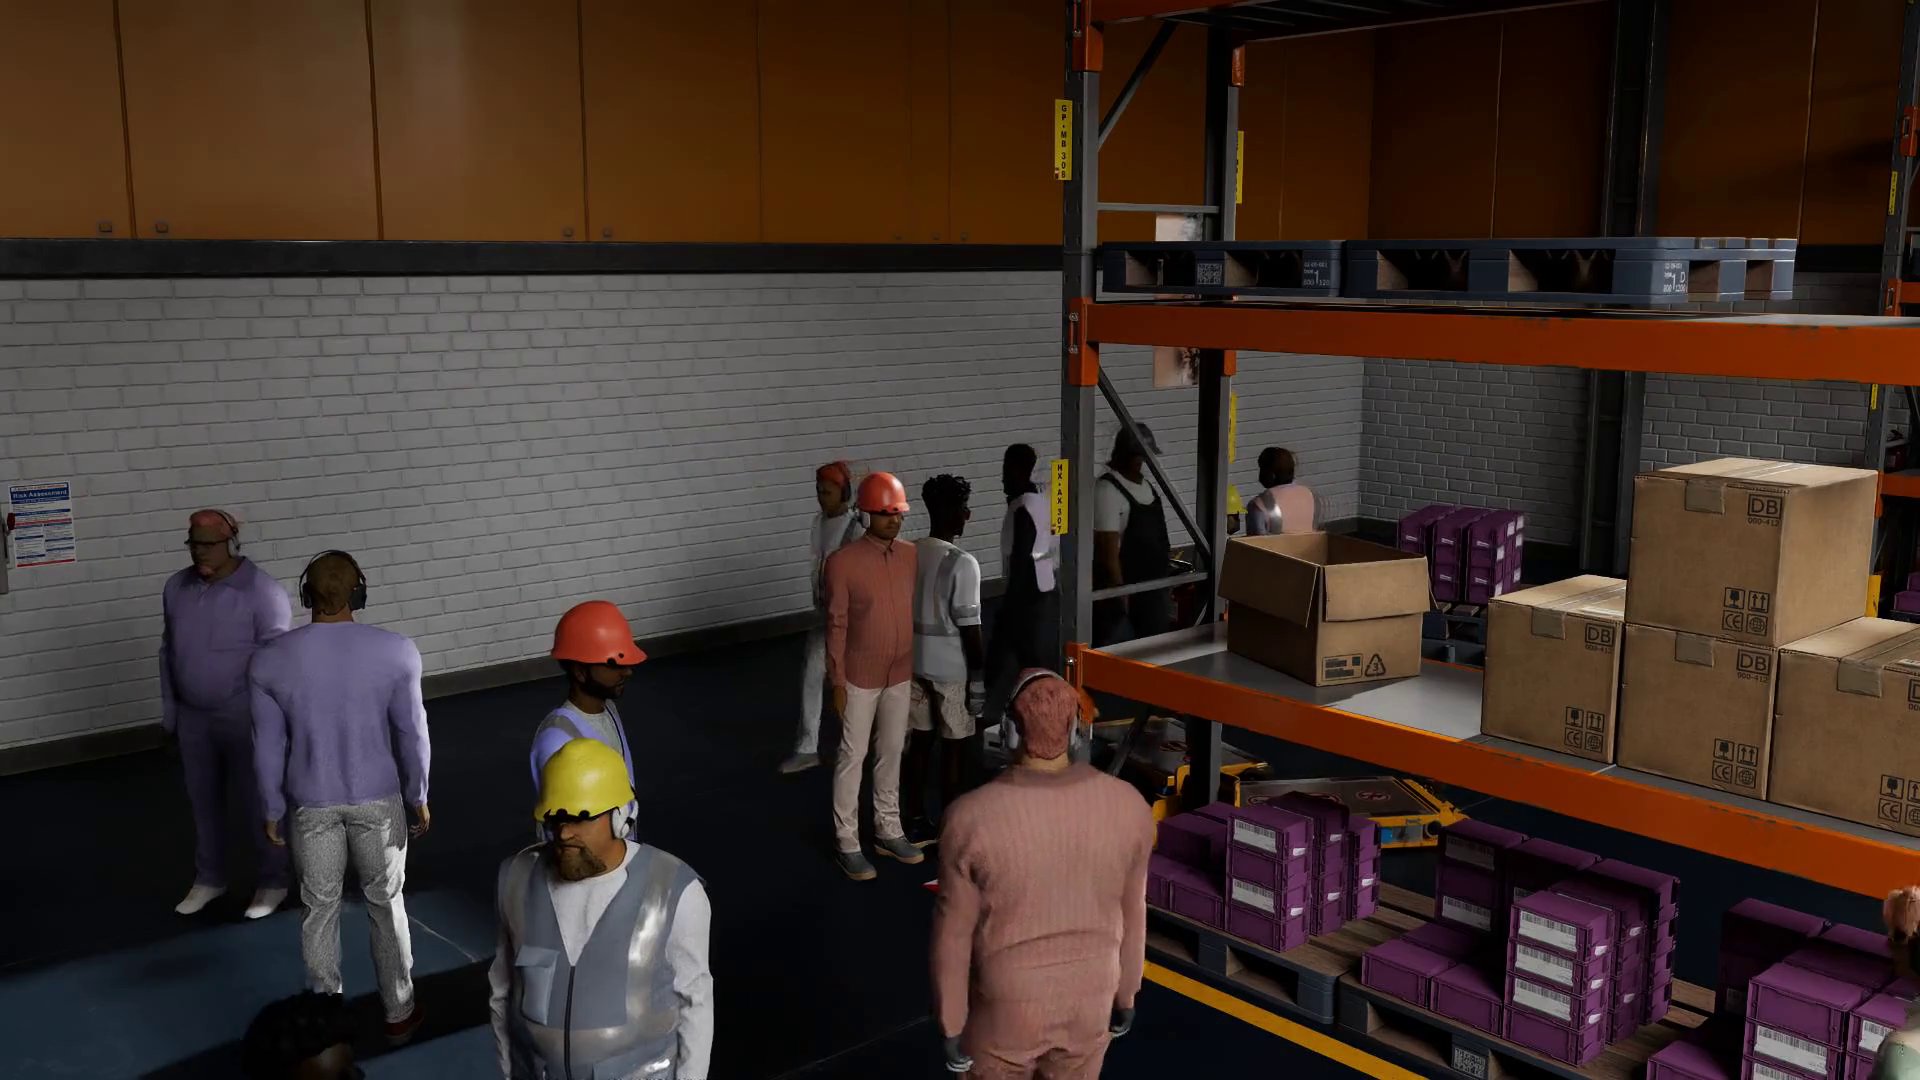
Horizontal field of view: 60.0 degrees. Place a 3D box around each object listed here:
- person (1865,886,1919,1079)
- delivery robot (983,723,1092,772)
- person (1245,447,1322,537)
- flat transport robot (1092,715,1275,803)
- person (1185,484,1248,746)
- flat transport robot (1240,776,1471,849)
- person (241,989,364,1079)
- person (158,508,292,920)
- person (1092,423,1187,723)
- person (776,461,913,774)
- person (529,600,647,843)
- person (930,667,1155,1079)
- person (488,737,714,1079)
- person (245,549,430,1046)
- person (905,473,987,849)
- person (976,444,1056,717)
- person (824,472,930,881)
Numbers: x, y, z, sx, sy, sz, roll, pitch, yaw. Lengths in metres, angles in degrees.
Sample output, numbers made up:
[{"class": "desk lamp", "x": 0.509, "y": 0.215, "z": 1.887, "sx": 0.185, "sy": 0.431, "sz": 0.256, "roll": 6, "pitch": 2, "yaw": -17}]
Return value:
[{"class": "person", "x": 2.289, "y": 1.601, "z": 3.780, "sx": 0.788, "sy": 1.606, "sz": 0.515, "roll": 9, "pitch": 13, "yaw": 44}, {"class": "delivery robot", "x": 0.442, "y": 1.117, "z": 9.411, "sx": 0.477, "sy": 0.478, "sz": 0.707, "roll": 7, "pitch": 12, "yaw": 37}, {"class": "person", "x": 2.038, "y": 0.284, "z": 10.937, "sx": 0.620, "sy": 1.798, "sz": 0.897, "roll": -5, "pitch": 11, "yaw": -28}, {"class": "flat transport robot", "x": 1.180, "y": 1.265, "z": 9.646, "sx": 0.652, "sy": 0.197, "sz": 1.431, "roll": -4, "pitch": 11, "yaw": -24}, {"class": "person", "x": 1.452, "y": 0.563, "z": 9.390, "sx": 0.308, "sy": 1.769, "sz": 0.525, "roll": -2, "pitch": 10, "yaw": -10}, {"class": "flat transport robot", "x": 1.939, "y": 1.433, "z": 8.660, "sx": 1.431, "sy": 0.197, "sz": 0.652, "roll": -1, "pitch": 10, "yaw": -7}, {"class": "person", "x": -1.302, "y": 1.666, "z": 3.285, "sx": 0.539, "sy": 1.647, "sz": 0.906, "roll": -8, "pitch": 13, "yaw": -39}, {"class": "person", "x": -3.375, "y": 0.793, "z": 7.638, "sx": 0.659, "sy": 1.905, "sz": 0.406, "roll": 2, "pitch": 10, "yaw": 14}, {"class": "person", "x": 1.075, "y": 0.195, "z": 10.740, "sx": 1.042, "sy": 2.000, "sz": 0.691, "roll": 8, "pitch": 12, "yaw": 38}, {"class": "person", "x": -0.645, "y": 0.440, "z": 9.879, "sx": 0.881, "sy": 1.859, "sz": 0.577, "roll": -9, "pitch": 13, "yaw": -43}, {"class": "person", "x": -1.187, "y": 1.147, "z": 5.470, "sx": 0.373, "sy": 1.934, "sz": 0.552, "roll": 1, "pitch": 10, "yaw": 4}, {"class": "person", "x": 0.236, "y": 1.300, "z": 4.705, "sx": 0.652, "sy": 1.890, "sz": 0.549, "roll": -3, "pitch": 10, "yaw": -15}, {"class": "person", "x": -0.936, "y": 1.395, "z": 4.317, "sx": 0.591, "sy": 1.834, "sz": 0.404, "roll": 1, "pitch": 10, "yaw": 8}, {"class": "person", "x": -2.344, "y": 0.998, "z": 6.349, "sx": 0.640, "sy": 1.937, "sz": 0.367, "roll": -2, "pitch": 10, "yaw": -14}, {"class": "person", "x": -0.088, "y": 0.636, "z": 8.370, "sx": 0.361, "sy": 1.964, "sz": 0.616, "roll": -8, "pitch": 13, "yaw": -41}, {"class": "person", "x": 0.269, "y": 0.317, "z": 10.563, "sx": 0.777, "sy": 1.862, "sz": 0.636, "roll": 1, "pitch": 10, "yaw": 4}, {"class": "person", "x": -0.395, "y": 0.653, "z": 8.189, "sx": 0.612, "sy": 1.995, "sz": 0.393, "roll": -9, "pitch": 13, "yaw": -42}]
